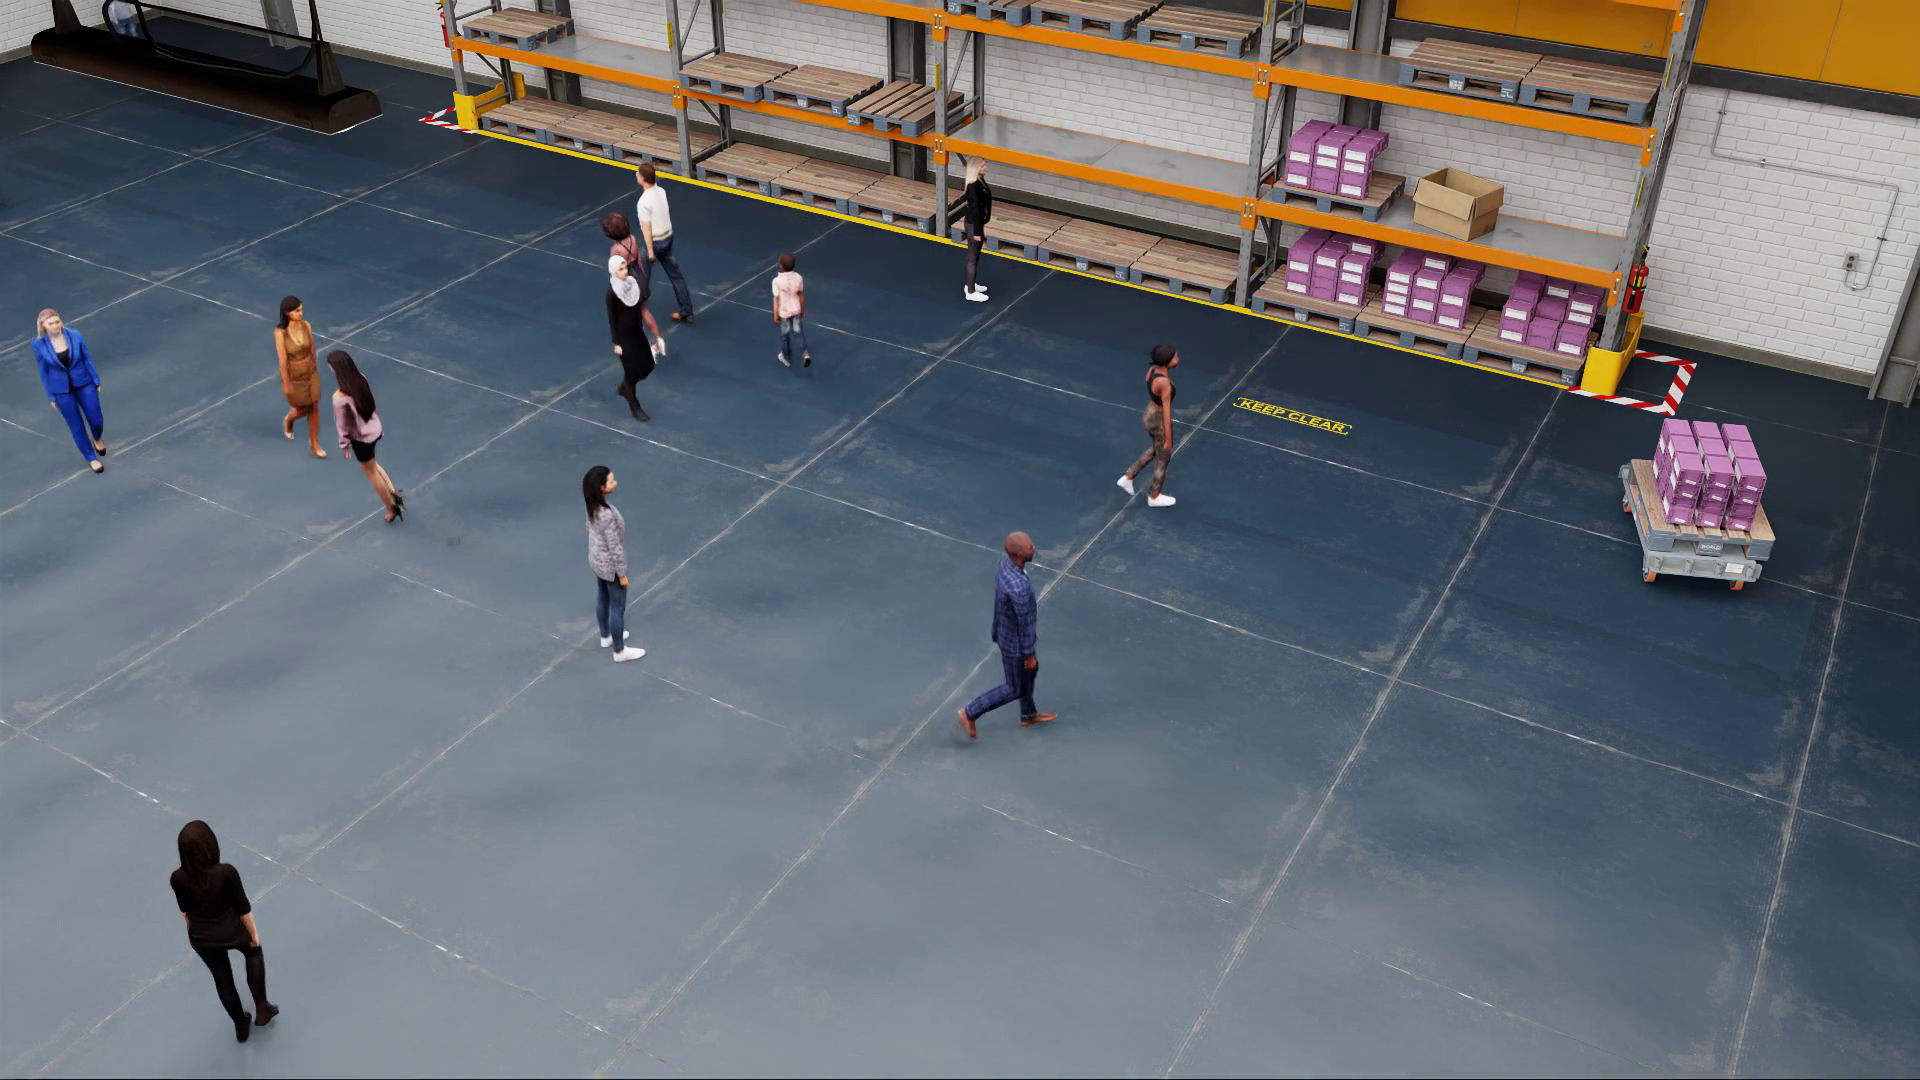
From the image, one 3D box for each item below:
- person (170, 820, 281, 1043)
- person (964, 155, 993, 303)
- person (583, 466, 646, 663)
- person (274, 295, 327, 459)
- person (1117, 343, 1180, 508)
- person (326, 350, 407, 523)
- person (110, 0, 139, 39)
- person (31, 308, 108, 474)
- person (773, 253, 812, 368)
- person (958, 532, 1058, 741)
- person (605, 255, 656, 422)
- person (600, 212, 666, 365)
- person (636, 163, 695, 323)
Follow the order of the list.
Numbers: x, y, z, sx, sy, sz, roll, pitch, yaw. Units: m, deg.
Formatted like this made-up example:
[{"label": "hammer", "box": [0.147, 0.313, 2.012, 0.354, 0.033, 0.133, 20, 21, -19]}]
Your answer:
[{"label": "person", "box": [-4.453, 2.421, 9.983, 0.679, 1.629, 0.742, -8, 34, -12]}, {"label": "person", "box": [0.168, -3.560, 18.930, 0.694, 1.685, 0.689, 1, 34, 1]}, {"label": "person", "box": [-2.811, 0.170, 13.276, 0.754, 1.732, 0.617, -20, 39, -28]}, {"label": "person", "box": [-6.374, -1.566, 15.950, 0.749, 1.664, 0.603, 22, 40, 30]}, {"label": "person", "box": [1.723, -1.025, 15.114, 0.910, 1.687, 0.837, -6, 34, -9]}, {"label": "person", "box": [-5.208, -0.864, 14.782, 0.724, 1.787, 0.713, 12, 35, 17]}, {"label": "person", "box": [-13.347, -8.327, 26.498, 0.685, 1.245, 0.925, -23, 40, -31]}, {"label": "person", "box": [-8.437, -1.450, 15.755, 0.776, 1.687, 0.837, -21, 39, -28]}, {"label": "person", "box": [-1.772, -2.392, 17.524, 0.705, 1.296, 0.829, -18, 38, -25]}, {"label": "person", "box": [0.340, 0.743, 12.356, 1.136, 1.795, 1.018, -5, 34, -7]}, {"label": "person", "box": [-3.361, -2.018, 16.538, 0.702, 1.765, 0.633, 20, 39, 28]}, {"label": "person", "box": [-3.391, -2.615, 17.450, 0.583, 1.749, 0.710, 27, 42, 35]}, {"label": "person", "box": [-3.233, -3.230, 18.318, 1.190, 1.813, 0.702, 16, 37, 22]}]
